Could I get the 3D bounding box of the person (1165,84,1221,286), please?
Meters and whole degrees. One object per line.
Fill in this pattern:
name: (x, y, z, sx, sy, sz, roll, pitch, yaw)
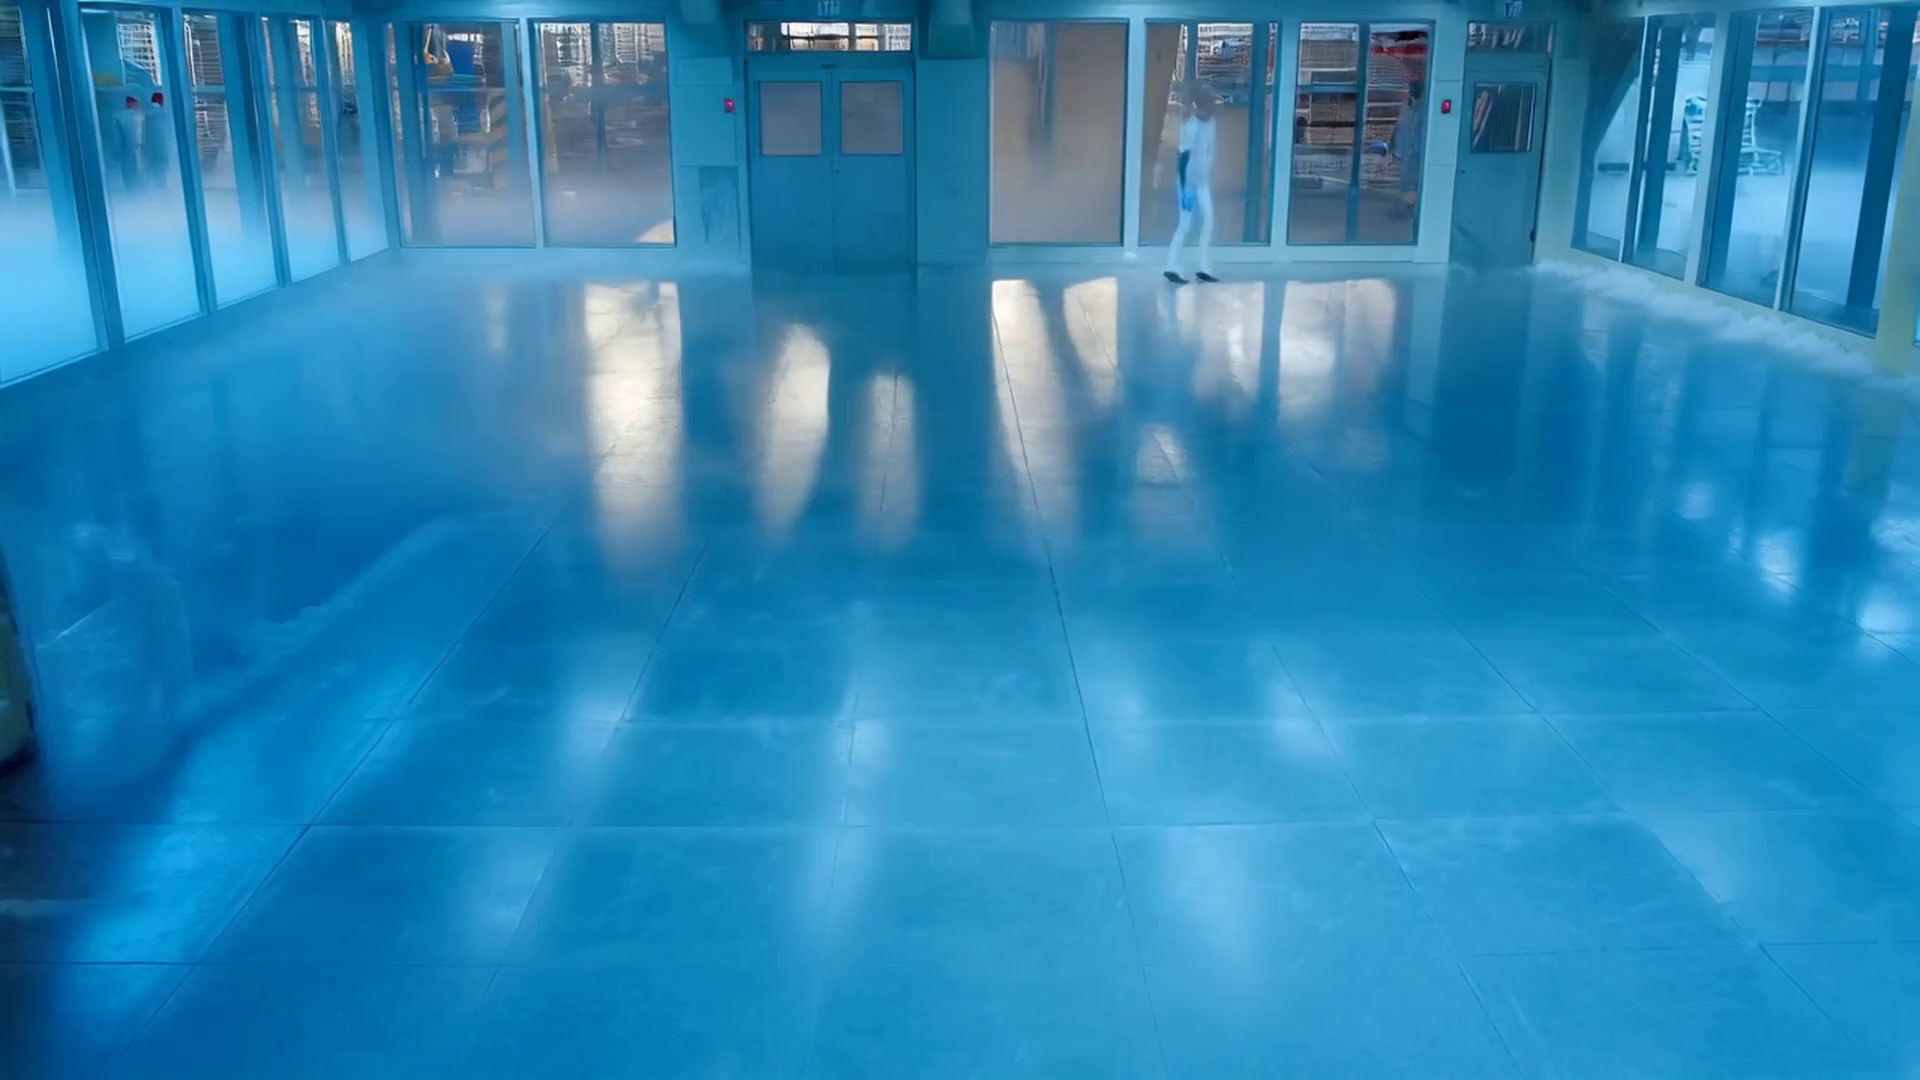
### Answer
person: (2.157, -3.235, 15.251, 0.533, 1.825, 0.703, -13, 21, -38)
